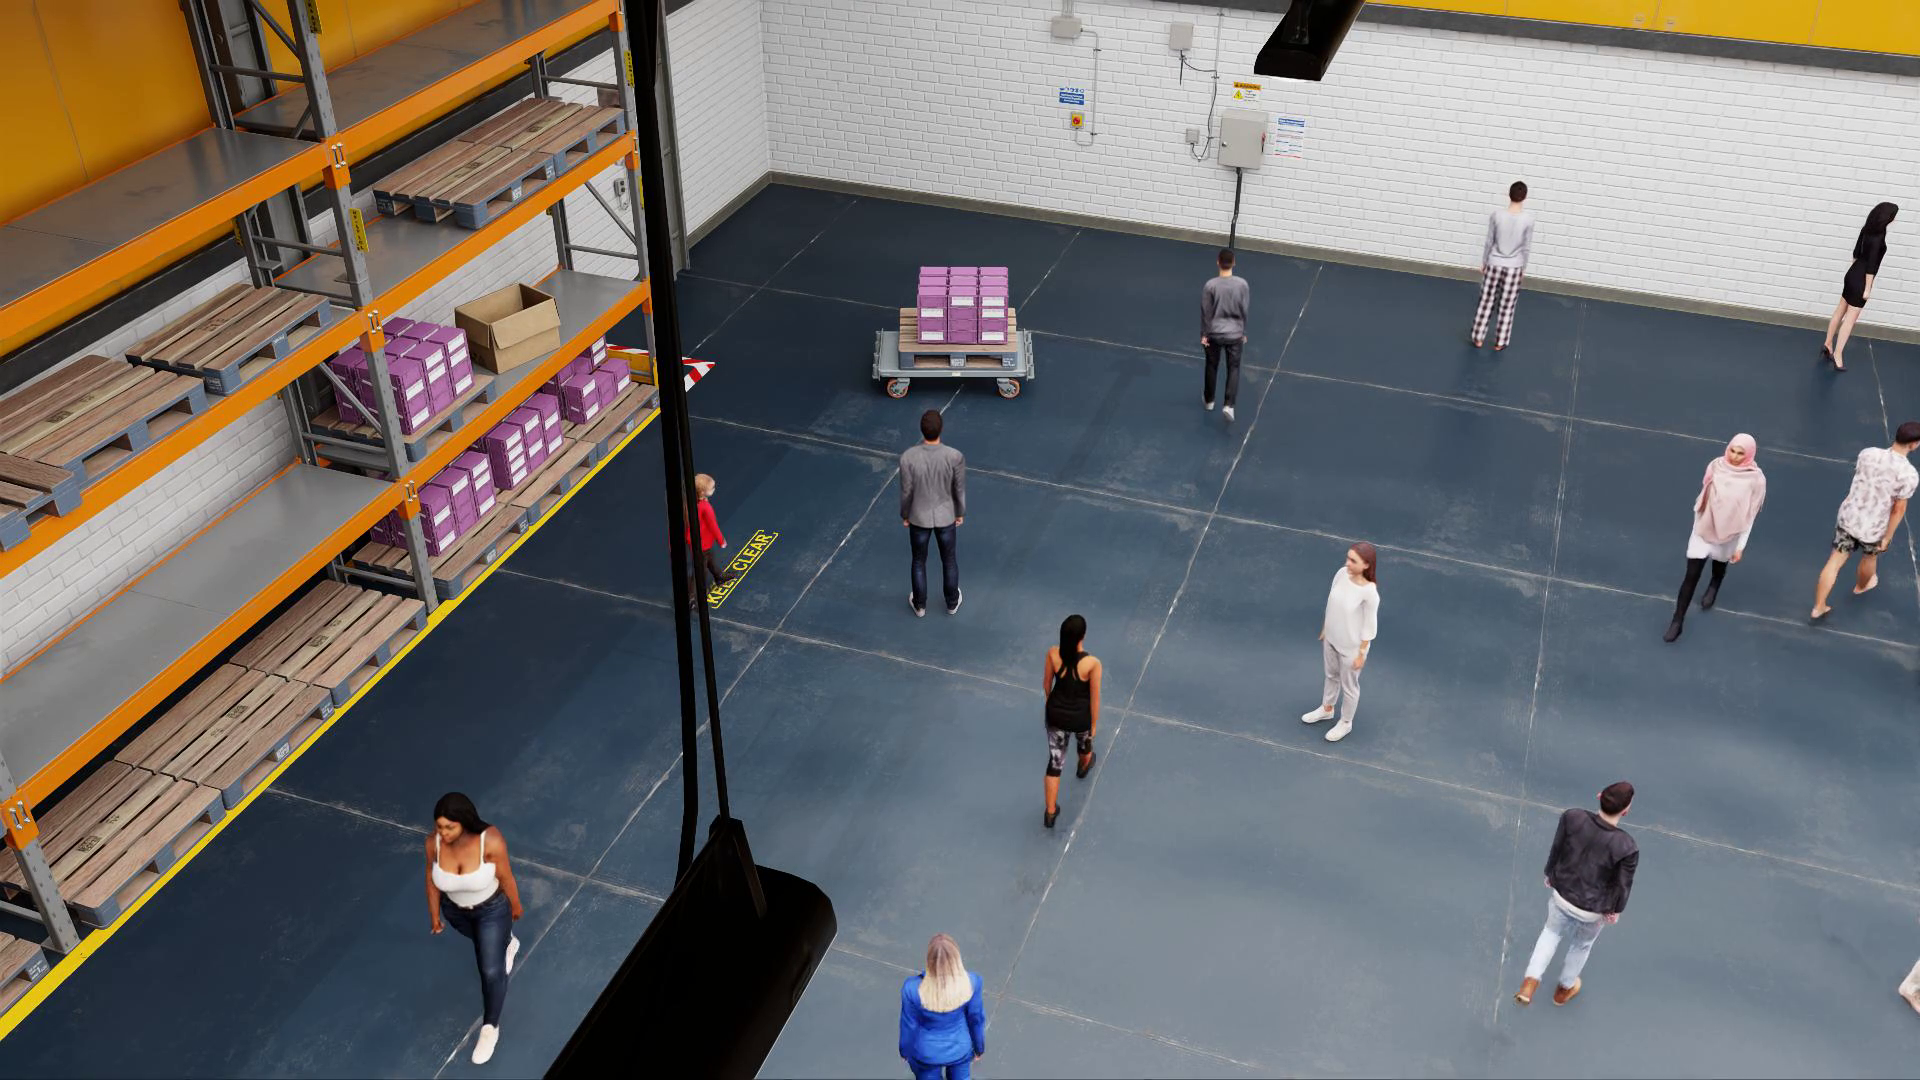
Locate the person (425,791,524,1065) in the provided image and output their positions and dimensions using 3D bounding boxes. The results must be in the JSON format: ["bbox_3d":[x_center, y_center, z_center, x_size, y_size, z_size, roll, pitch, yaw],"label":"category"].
[{"bbox_3d":[-2.882,2.154,10.034,0.851,1.759,1.265,4,34,6],"label":"person"}]

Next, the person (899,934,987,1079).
[{"bbox_3d":[-0.087,2.846,9.055,0.788,1.691,0.847,-8,34,-12],"label":"person"}]

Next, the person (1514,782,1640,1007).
[{"bbox_3d":[3.679,2.174,9.949,0.863,1.819,0.986,28,43,36],"label":"person"}]

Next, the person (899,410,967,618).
[{"bbox_3d":[-0.221,-0.206,13.482,0.775,1.872,0.745,-2,34,-4],"label":"person"}]

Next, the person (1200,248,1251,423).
[{"bbox_3d":[2.597,-2.002,16.288,0.769,1.756,0.952,3,34,4],"label":"person"}]

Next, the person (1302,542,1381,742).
[{"bbox_3d":[2.850,0.722,12.252,0.728,1.688,0.685,-18,38,-25],"label":"person"}]

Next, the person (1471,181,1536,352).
[{"bbox_3d":[5.740,-2.878,17.527,0.636,1.846,0.563,15,37,22],"label":"person"}]

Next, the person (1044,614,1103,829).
[{"bbox_3d":[0.731,1.264,11.502,0.615,1.617,1.073,12,36,18],"label":"person"}]

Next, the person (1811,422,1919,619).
[{"bbox_3d":[7.280,-0.122,13.455,1.237,1.762,1.044,-23,40,-31],"label":"person"}]

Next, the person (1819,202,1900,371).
[{"bbox_3d":[9.290,-2.645,17.214,0.696,1.803,0.504,4,34,6],"label":"person"}]

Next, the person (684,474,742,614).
[{"bbox_3d":[-2.169,0.046,13.668,0.906,1.247,0.786,-23,40,-30],"label":"person"}]

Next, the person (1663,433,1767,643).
[{"bbox_3d":[6.133,-0.071,13.379,0.860,1.761,1.261,22,39,29],"label":"person"}]
